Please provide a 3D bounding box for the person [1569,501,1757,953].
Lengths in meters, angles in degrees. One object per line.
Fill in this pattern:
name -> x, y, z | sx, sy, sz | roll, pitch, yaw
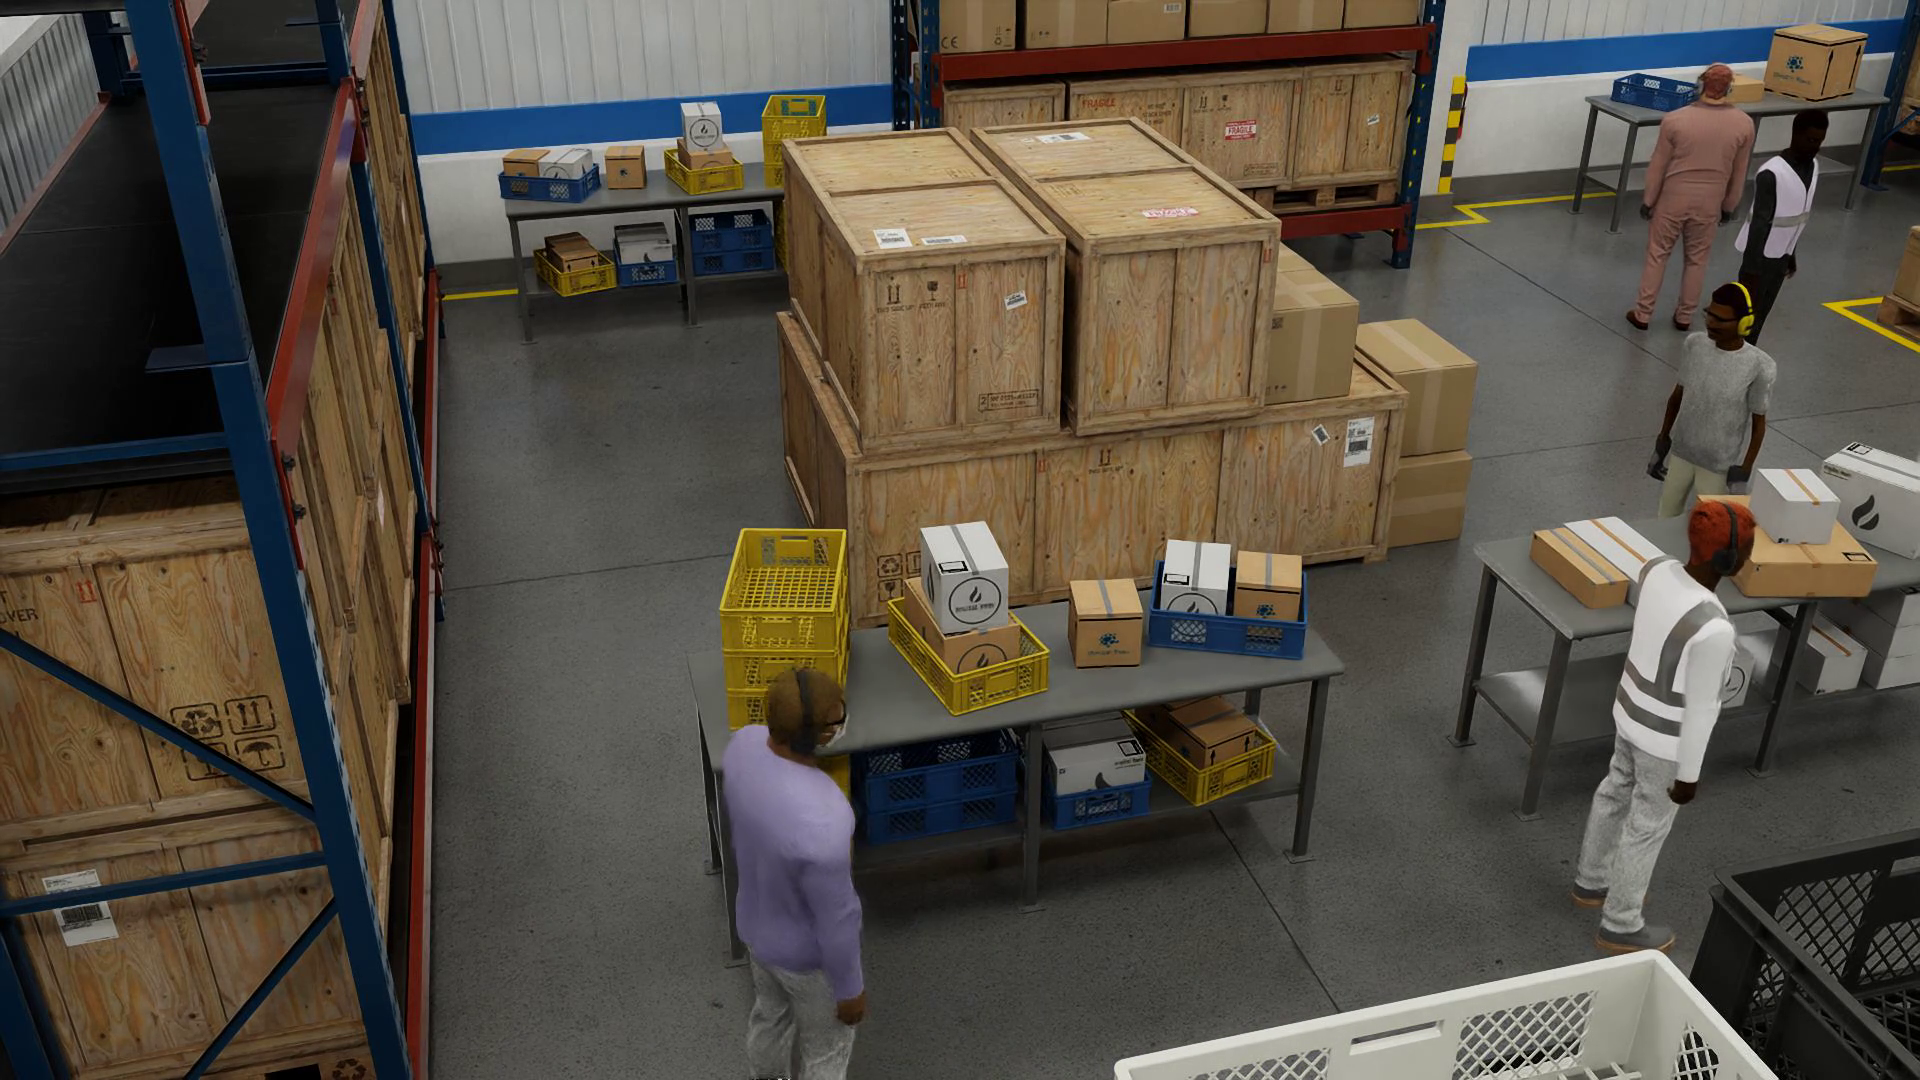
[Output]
person -> 2.609, 0.702, 6.166 | 0.357, 1.877, 0.564 | -1, 29, -2

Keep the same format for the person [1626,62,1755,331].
person -> 5.178, -2.417, 11.805 | 0.657, 1.900, 0.394 | 3, 29, 6

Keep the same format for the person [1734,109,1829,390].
person -> 5.208, -1.817, 10.721 | 0.587, 1.891, 0.393 | -22, 36, -34

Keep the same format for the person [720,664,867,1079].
person -> -0.497, 1.218, 5.167 | 0.375, 1.939, 0.637 | -19, 34, -31

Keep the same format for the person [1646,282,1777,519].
person -> 3.625, -0.379, 8.136 | 0.313, 1.865, 0.528 | -18, 33, -29
